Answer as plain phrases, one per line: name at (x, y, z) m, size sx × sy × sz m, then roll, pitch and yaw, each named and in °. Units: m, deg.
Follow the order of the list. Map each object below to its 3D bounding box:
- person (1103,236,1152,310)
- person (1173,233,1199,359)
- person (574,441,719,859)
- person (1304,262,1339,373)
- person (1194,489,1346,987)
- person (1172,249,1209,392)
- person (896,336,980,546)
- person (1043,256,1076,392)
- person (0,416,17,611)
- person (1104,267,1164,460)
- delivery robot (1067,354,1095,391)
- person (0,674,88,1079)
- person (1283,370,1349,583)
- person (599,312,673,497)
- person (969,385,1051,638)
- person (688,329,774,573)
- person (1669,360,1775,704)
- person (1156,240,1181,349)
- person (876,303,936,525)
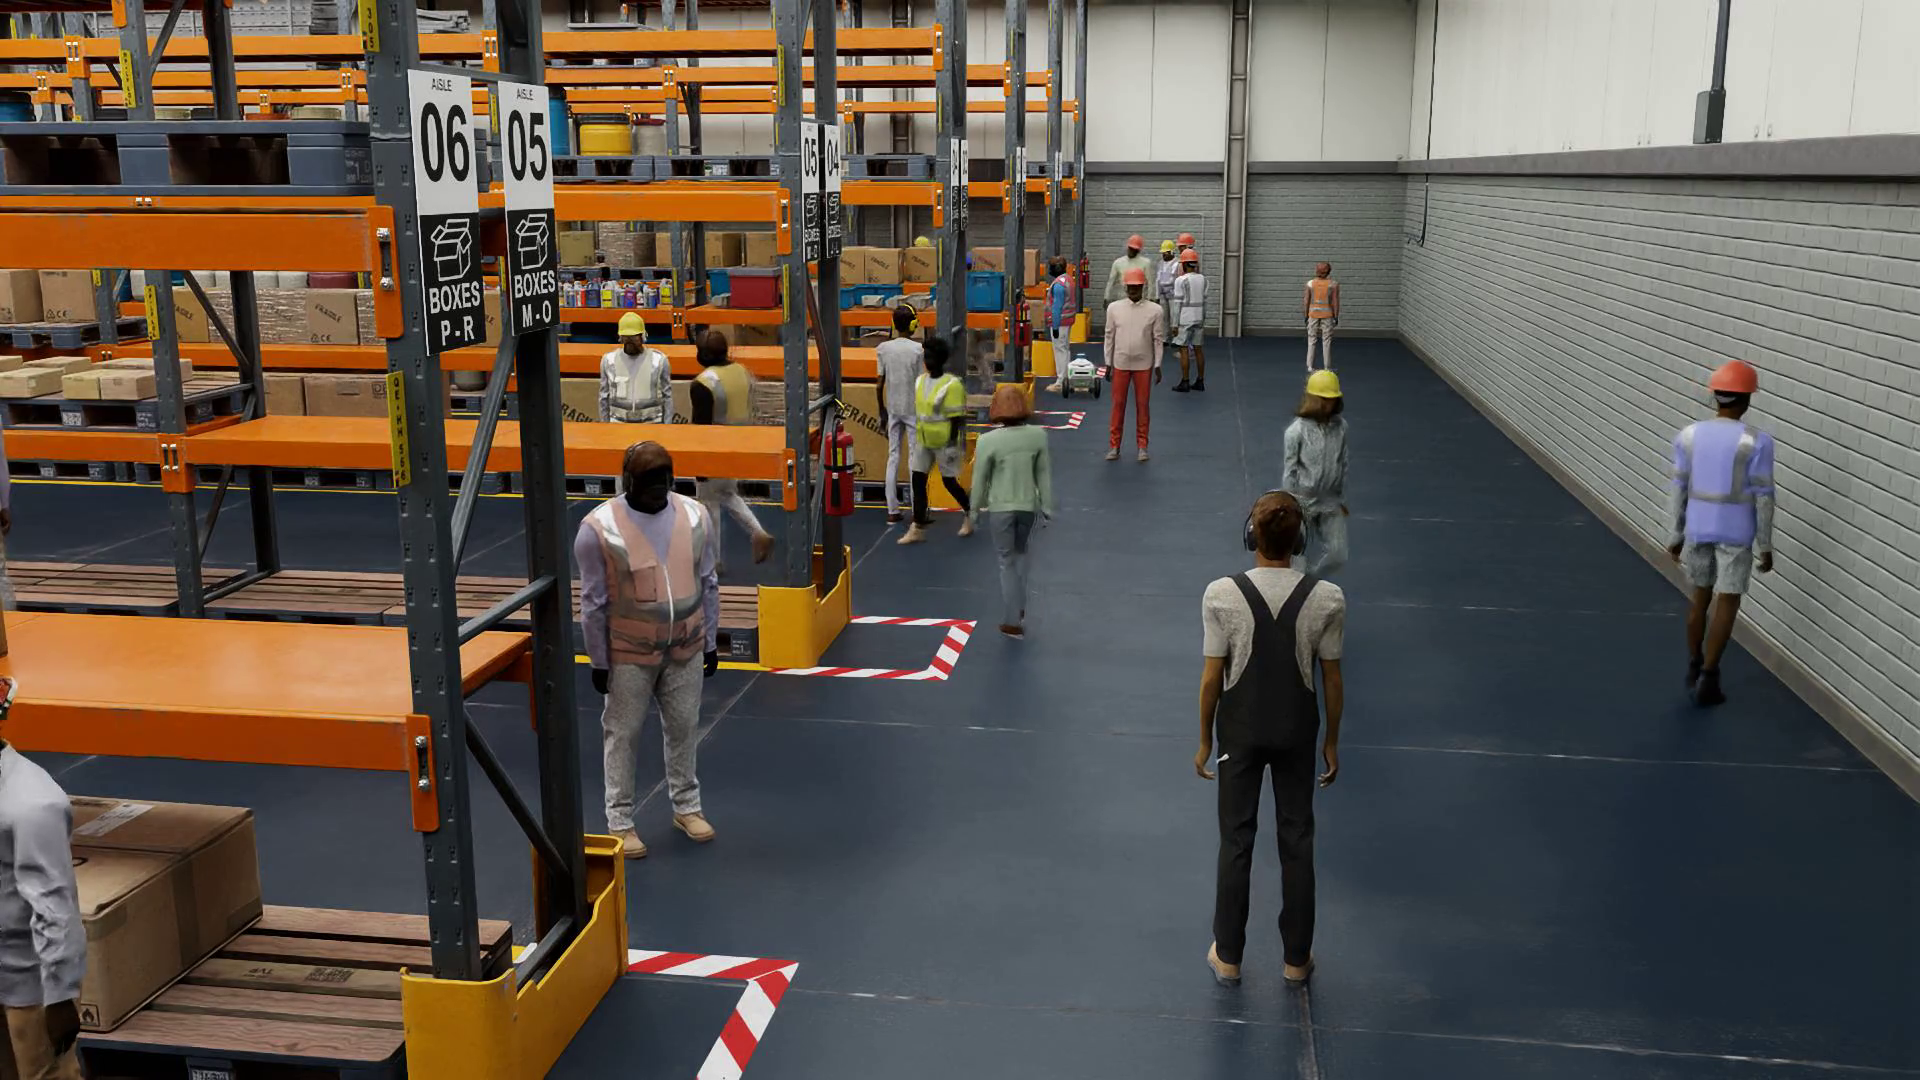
person at (2.631, -3.803, 26.245) m, size 0.767 × 1.934 × 0.946 m, roll 3°, pitch 13°, yaw 13°
person at (3.616, -3.887, 26.551) m, size 0.406 × 1.986 × 0.613 m, roll -1°, pitch 13°, yaw -6°
person at (-1.334, 0.472, 7.235) m, size 0.622 × 1.835 × 0.431 m, roll -8°, pitch 15°, yaw -32°
person at (5.348, -3.288, 24.632) m, size 0.523 × 1.638 × 0.310 m, roll 5°, pitch 14°, yaw 23°
person at (1.116, 0.727, 6.034) m, size 0.520 × 1.844 × 0.331 m, roll 1°, pitch 13°, yaw 5°
person at (3.103, -2.975, 22.574) m, size 0.542 × 1.927 × 0.400 m, roll -8°, pitch 15°, yaw -32°
person at (-0.155, -0.797, 13.322) m, size 0.754 × 1.672 × 0.540 m, roll -12°, pitch 17°, yaw -43°
person at (1.342, -2.930, 22.588) m, size 0.431 × 1.836 × 0.618 m, roll 3°, pitch 13°, yaw 15°
person at (-5.924, -0.166, 9.840) m, size 0.407 × 1.942 × 0.615 m, roll 7°, pitch 14°, yaw 29°
person at (1.783, -1.812, 17.154) m, size 0.609 × 1.996 × 0.383 m, roll 2°, pitch 13°, yaw 9°
delivery robot at (1.602, -2.232, 22.117) m, size 0.477 × 0.478 × 0.707 m, roll 0°, pitch 13°, yaw 1°
person at (-2.553, 1.134, 4.437) m, size 0.588 × 1.741 × 0.356 m, roll 8°, pitch 15°, yaw 33°
person at (2.263, -0.225, 10.565) m, size 0.528 × 1.731 × 0.398 m, roll -6°, pitch 14°, yaw -26°
person at (-2.654, -0.950, 13.637) m, size 0.600 × 1.829 × 0.404 m, roll -1°, pitch 13°, yaw -6°
person at (0.298, -0.196, 10.699) m, size 0.531 × 1.612 × 0.520 m, roll -6°, pitch 14°, yaw -25°
person at (-1.735, -0.638, 12.241) m, size 0.578 × 1.827 × 0.644 m, roll 7°, pitch 14°, yaw 28°
person at (4.284, -0.049, 9.384) m, size 0.516 × 1.941 × 0.554 m, roll -9°, pitch 15°, yaw -35°
person at (3.524, -4.134, 28.054) m, size 0.403 × 1.817 × 0.596 m, roll -11°, pitch 17°, yaw -41°
person at (-0.455, -1.049, 13.995) m, size 0.517 × 1.874 × 0.328 m, roll 6°, pitch 14°, yaw 24°
